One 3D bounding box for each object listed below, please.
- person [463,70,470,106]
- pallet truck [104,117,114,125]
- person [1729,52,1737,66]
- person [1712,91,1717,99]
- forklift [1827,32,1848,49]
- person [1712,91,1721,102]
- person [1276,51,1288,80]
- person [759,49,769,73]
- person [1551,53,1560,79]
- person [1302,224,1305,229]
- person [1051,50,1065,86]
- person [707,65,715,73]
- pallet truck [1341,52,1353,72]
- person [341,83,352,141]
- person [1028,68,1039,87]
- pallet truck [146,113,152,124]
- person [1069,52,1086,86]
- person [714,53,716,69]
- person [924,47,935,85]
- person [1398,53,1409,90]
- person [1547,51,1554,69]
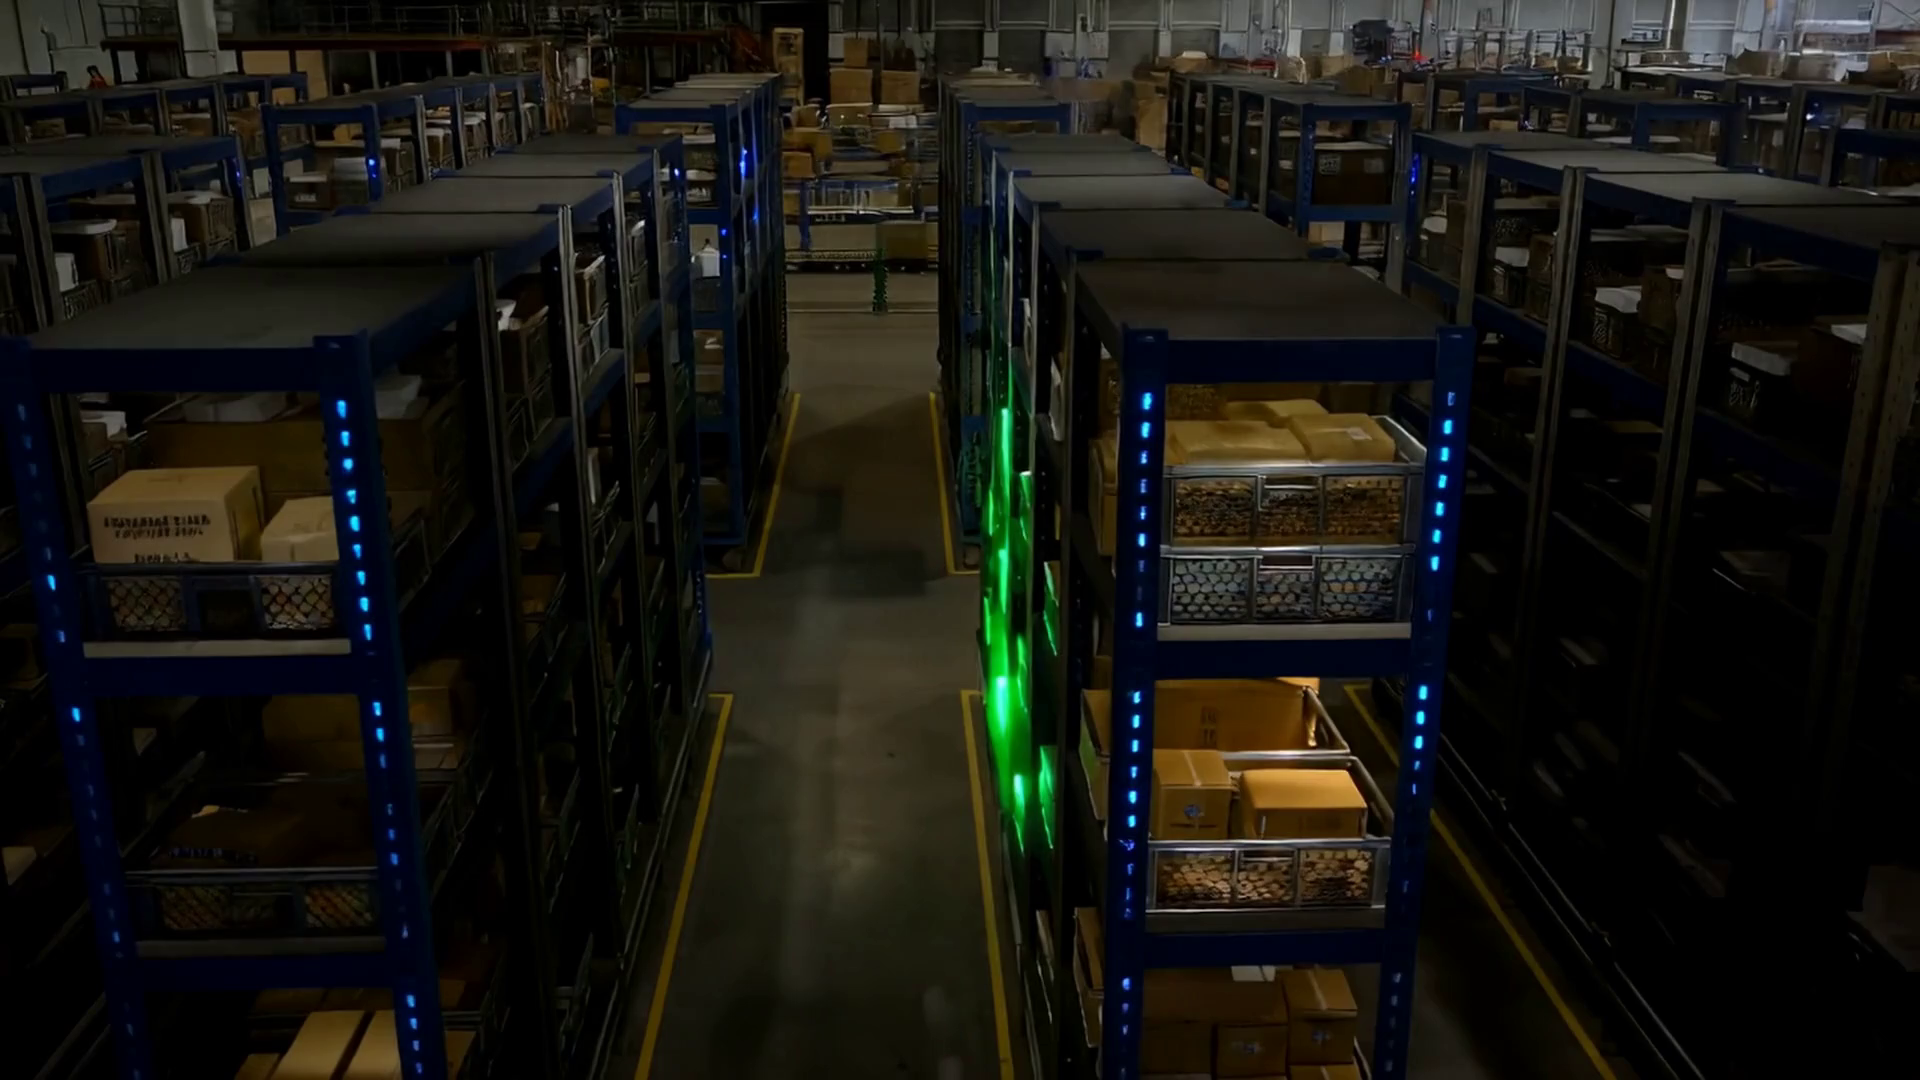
[{"bbox_3d":[-18.458,-16.572,62.096,0.777,1.916,0.555,-6,19,-17],"label":"person"},{"bbox_3d":[-18.367,-7.885,35.078,1.885,1.965,0.823,1,18,2],"label":"pallet truck"},{"bbox_3d":[44.484,-27.247,95.639,0.856,1.597,0.524,-4,18,-13],"label":"person"},{"bbox_3d":[27.008,-15.608,59.199,0.613,1.867,1.026,11,21,31],"label":"person"},{"bbox_3d":[46.023,-25.321,87.619,1.129,2.768,1.873,-1,18,-2],"label":"forklift"},{"bbox_3d":[24.511,-13.834,53.610,0.569,1.917,0.414,8,20,23],"label":"person"},{"bbox_3d":[16.500,-24.107,85.420,1.105,1.926,0.607,10,20,27],"label":"person"},{"bbox_3d":[-10.597,-25.540,89.866,0.547,1.914,0.837,-10,21,-29],"label":"person"},{"bbox_3d":[31.622,-24.984,88.424,0.502,1.715,0.605,17,24,42],"label":"person"},{"bbox_3d":[3.826,-2.747,19.391,0.495,1.875,0.655,-2,18,-5],"label":"person"},{"bbox_3d":[5.251,-25.207,88.835,0.673,1.898,0.611,4,18,13],"label":"person"},{"bbox_3d":[-9.717,-17.452,64.696,0.936,1.986,0.717,-8,20,-23],"label":"person"},{"bbox_3d":[18.794,-23.123,82.231,0.823,1.965,1.885,-13,22,-35],"label":"pallet truck"},{"bbox_3d":[-19.322,-13.469,52.541,0.355,1.883,0.574,-1,18,-3],"label":"person"},{"bbox_3d":[2.764,-16.343,61.182,0.903,2.000,0.680,3,18,9],"label":"person"},{"bbox_3d":[-18.087,-8.309,36.390,1.885,1.965,0.823,-1,18,-4],"label":"pallet truck"},{"bbox_3d":[6.330,-25.335,89.409,0.888,1.803,0.620,15,23,38],"label":"person"},{"bbox_3d":[-13.504,-25.855,91.168,0.318,1.697,0.535,-1,18,-3],"label":"person"},{"bbox_3d":[-1.687,-25.857,90.716,0.657,1.976,0.551,-6,19,-18],"label":"person"},{"bbox_3d":[22.787,-24.082,85.475,0.556,1.820,0.544,11,21,30],"label":"person"},{"bbox_3d":[31.821,-25.426,89.622,0.613,1.834,0.524,-11,21,-31],"label":"person"}]
